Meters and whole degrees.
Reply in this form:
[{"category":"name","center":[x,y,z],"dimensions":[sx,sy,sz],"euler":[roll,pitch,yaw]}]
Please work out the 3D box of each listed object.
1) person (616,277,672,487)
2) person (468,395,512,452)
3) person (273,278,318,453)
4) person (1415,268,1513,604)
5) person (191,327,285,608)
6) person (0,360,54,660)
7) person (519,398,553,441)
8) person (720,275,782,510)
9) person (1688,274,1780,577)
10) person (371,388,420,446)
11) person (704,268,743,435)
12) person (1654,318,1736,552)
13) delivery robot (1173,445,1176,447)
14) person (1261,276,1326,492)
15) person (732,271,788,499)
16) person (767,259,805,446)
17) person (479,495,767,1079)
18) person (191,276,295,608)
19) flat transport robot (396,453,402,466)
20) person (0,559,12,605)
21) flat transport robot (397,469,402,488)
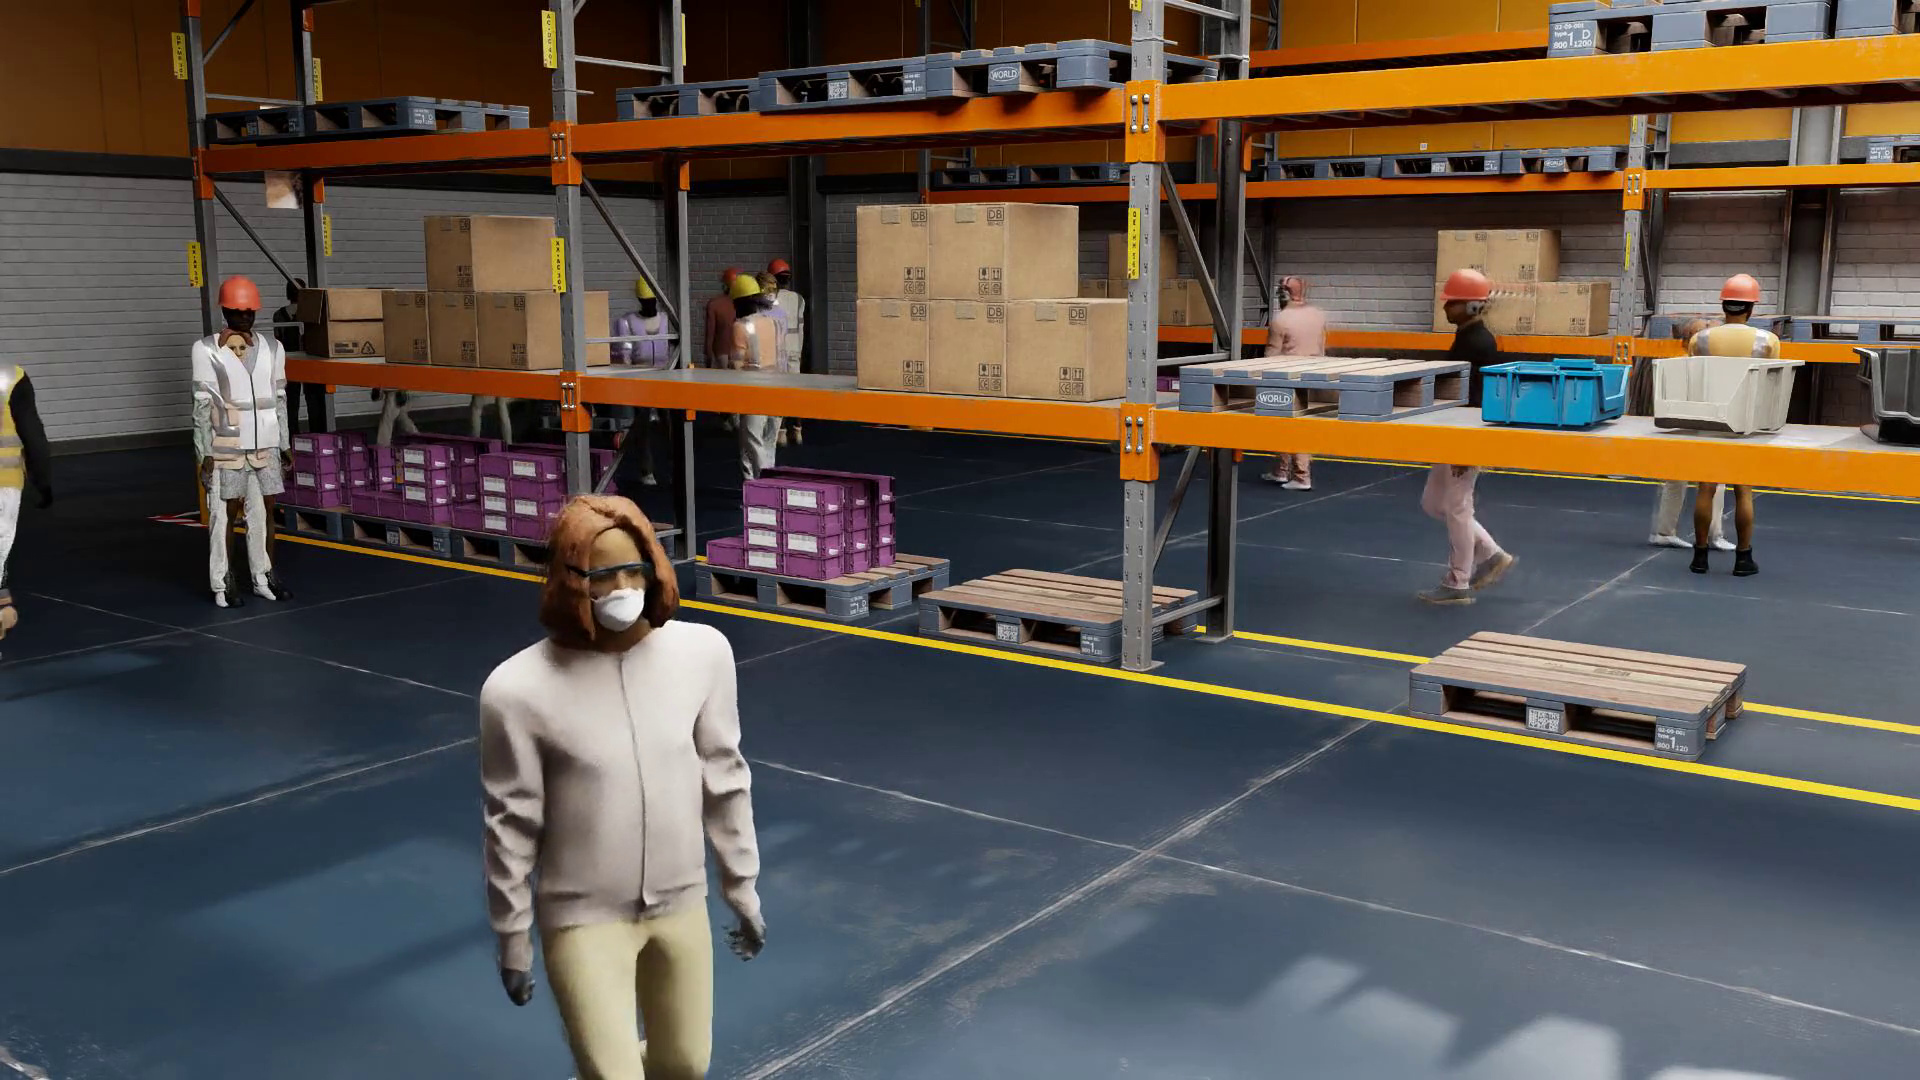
[{"category":"person","center":[-2.707,-1.377,14.701],"dimensions":[0.591,1.878,0.942],"euler":[-4,11,-25]},{"category":"person","center":[-4.662,-1.619,16.299],"dimensions":[0.849,1.827,0.532],"euler":[6,11,33]},{"category":"person","center":[-6.801,-1.773,17.177],"dimensions":[0.505,1.847,0.348],"euler":[1,10,4]},{"category":"person","center":[2.972,-0.590,9.740],"dimensions":[0.492,1.978,0.618],"euler":[1,10,3]},{"category":"person","center":[-4.245,-0.433,9.802],"dimensions":[0.313,1.642,0.513],"euler":[9,13,44]},{"category":"person","center":[-5.023,-0.291,8.533],"dimensions":[0.648,1.789,0.968],"euler":[-2,10,-11]},{"category":"person","center":[-4.744,-2.052,18.699],"dimensions":[0.658,1.895,0.523],"euler":[4,10,24]},{"category":"person","center":[-1.681,-1.165,13.378],"dimensions":[0.441,1.906,0.584],"euler":[4,10,21]},{"category":"person","center":[4.955,-0.735,10.723],"dimensions":[0.547,1.938,0.377],"euler":[6,11,32]},{"category":"person","center":[-5.411,-1.433,15.890],"dimensions":[0.771,1.606,0.554],"euler":[-7,12,-37]},{"category":"person","center":[-2.723,-2.216,19.519],"dimensions":[0.631,1.951,0.917],"euler":[-8,12,-39]},{"category":"person","center":[5.199,-0.722,11.545],"dimensions":[0.675,1.614,0.526],"euler":[4,10,21]},{"category":"delivery robot","center":[1.966,-1.205,17.353],"dimensions":[0.707,0.478,0.477],"euler":[6,11,32]},{"category":"person","center":[2.857,-1.386,14.761],"dimensions":[0.680,1.873,0.828],"euler":[-8,12,-38]},{"category":"person","center":[-1.664,-1.302,14.103],"dimensions":[0.351,1.936,0.635],"euler":[6,11,33]},{"category":"person","center":[-1.970,-2.049,18.233],"dimensions":[0.394,2.044,0.609],"euler":[8,13,40]},{"category":"person","center":[-0.665,0.695,3.180],"dimensions":[0.503,1.609,0.673],"euler":[-7,12,-37]},{"category":"person","center":[-4.183,-0.574,9.772],"dimensions":[0.377,1.932,0.551],"euler":[9,13,43]},{"category":"flat transport robot","center":[-5.147,-0.639,15.102],"dimensions":[0.652,0.197,1.431],"euler":[-3,10,-18]},{"category":"person","center":[-5.843,-0.589,9.687],"dimensions":[0.621,1.990,0.396],"euler":[9,13,44]},{"category":"flat transport robot","center":[-4.566,-0.490,14.217],"dimensions":[1.431,0.197,0.652],"euler":[-3,10,-18]}]
